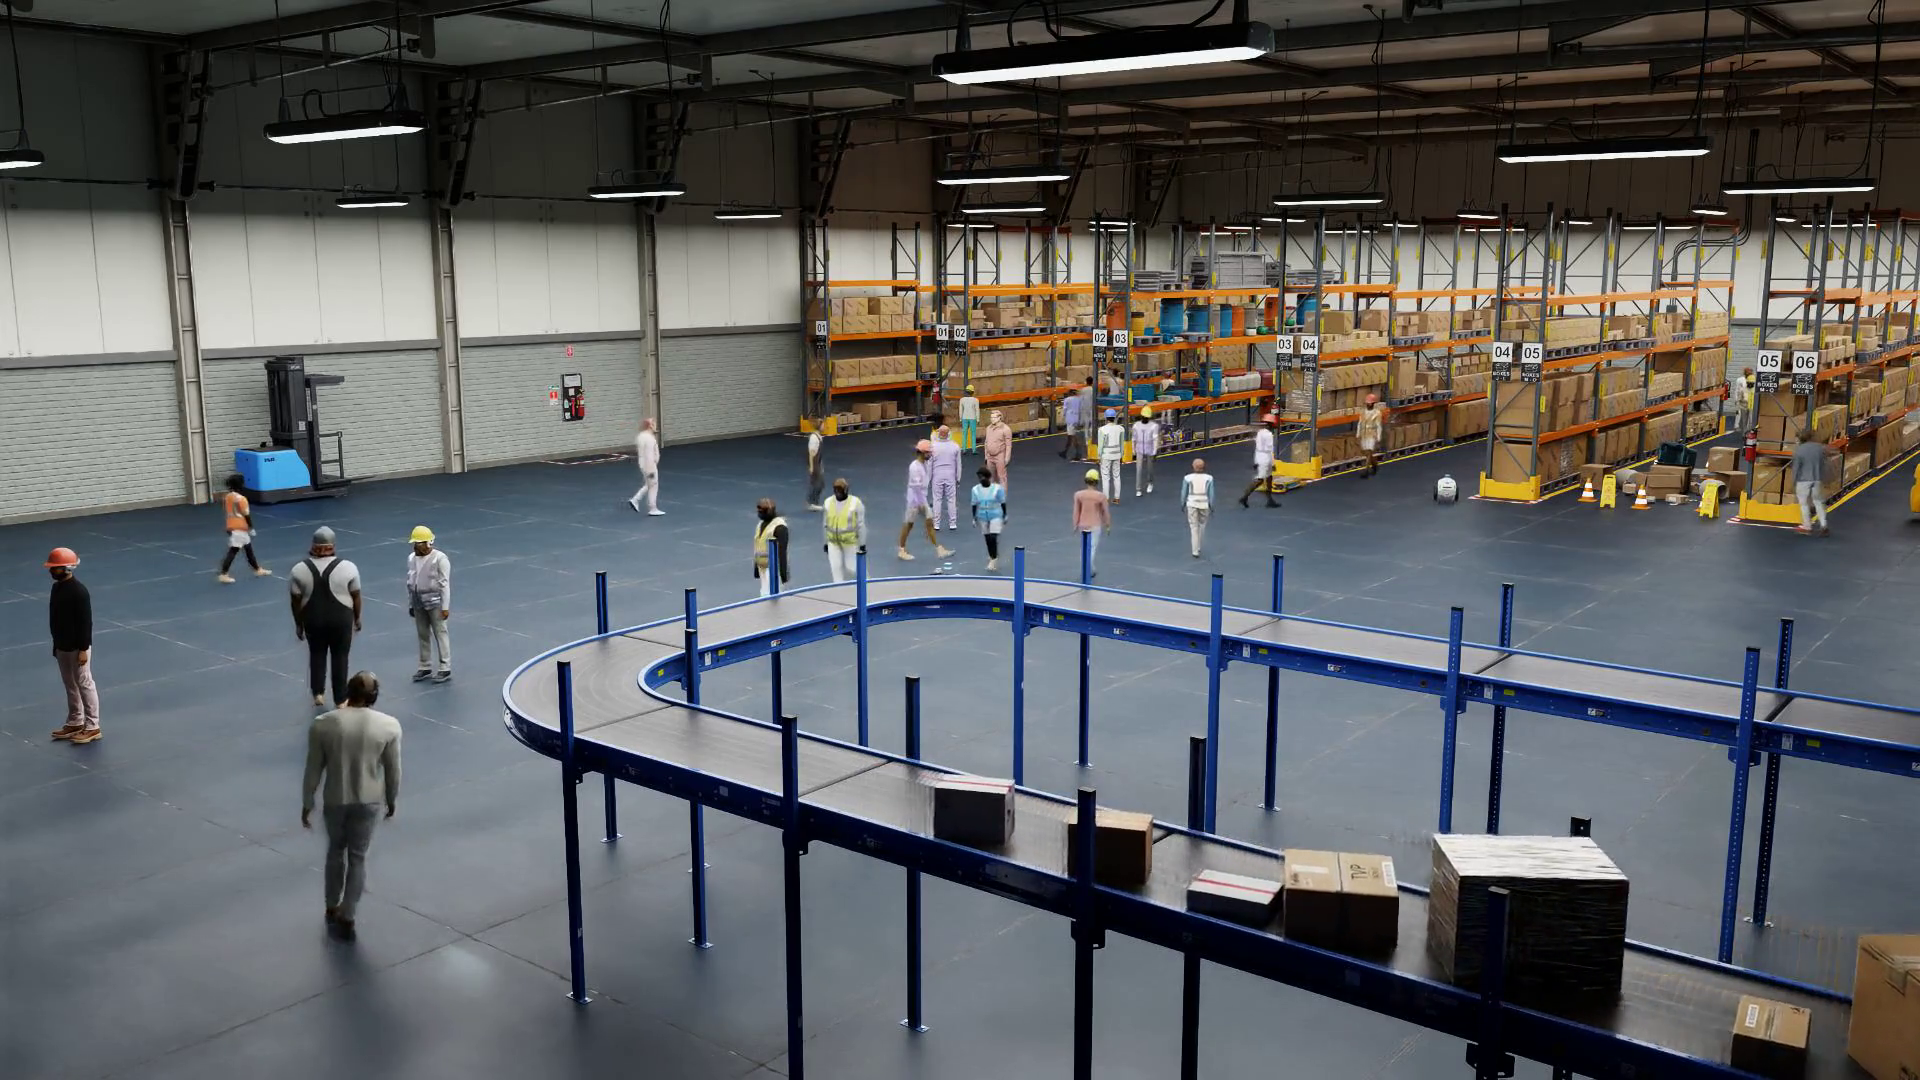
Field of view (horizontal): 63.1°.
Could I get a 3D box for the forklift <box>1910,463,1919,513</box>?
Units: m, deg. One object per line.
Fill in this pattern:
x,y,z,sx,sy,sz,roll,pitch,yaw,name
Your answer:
19.034,-1.348,28.998,2.313,2.155,1.214,8,13,37,forklift

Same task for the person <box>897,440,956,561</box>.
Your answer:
-0.568,-0.628,25.390,1.062,1.981,0.634,4,11,22,person

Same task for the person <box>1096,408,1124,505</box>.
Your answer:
3.006,-1.664,31.348,0.617,1.946,0.393,-5,11,-25,person

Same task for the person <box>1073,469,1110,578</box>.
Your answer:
1.997,-0.214,23.838,0.542,1.720,0.916,4,11,22,person

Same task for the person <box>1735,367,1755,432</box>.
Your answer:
22.528,-4.021,44.877,0.581,1.864,0.457,2,10,10,person

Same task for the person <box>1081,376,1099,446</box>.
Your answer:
3.490,-3.453,41.708,0.548,1.841,0.645,4,11,21,person

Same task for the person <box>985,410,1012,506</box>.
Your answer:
0.728,-1.652,31.396,0.652,1.906,0.402,9,14,42,person

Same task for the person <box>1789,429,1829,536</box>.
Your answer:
15.160,-1.025,27.905,0.680,1.895,0.648,-2,10,-12,person

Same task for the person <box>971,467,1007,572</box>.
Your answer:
0.436,-0.332,24.659,0.543,1.646,0.782,4,11,22,person

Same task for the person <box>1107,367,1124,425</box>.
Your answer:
4.481,-4.027,44.915,0.541,1.858,0.426,7,12,35,person

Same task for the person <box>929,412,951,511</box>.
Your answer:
-0.378,-1.530,30.615,0.728,1.942,0.633,6,12,30,person

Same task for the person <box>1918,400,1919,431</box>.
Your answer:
23.576,-2.866,37.947,0.612,2.016,0.922,8,13,37,person

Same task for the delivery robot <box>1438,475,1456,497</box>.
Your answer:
9.929,-1.092,31.902,0.477,0.478,0.707,3,10,15,delivery robot

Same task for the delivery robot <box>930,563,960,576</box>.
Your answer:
-0.171,0.446,22.518,0.335,0.223,0.698,-6,12,-31,delivery robot

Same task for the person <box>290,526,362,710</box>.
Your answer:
-6.841,0.864,16.977,0.696,2.000,0.595,-2,10,-11,person

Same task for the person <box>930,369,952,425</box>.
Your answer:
-0.549,-3.975,44.761,0.599,1.804,0.757,2,10,12,person

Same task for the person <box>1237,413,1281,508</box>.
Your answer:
5.940,-1.562,30.962,0.898,1.898,0.567,-1,10,-7,person

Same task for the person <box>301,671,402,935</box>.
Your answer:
-4.433,1.894,11.472,0.719,1.894,0.692,-3,10,-14,person

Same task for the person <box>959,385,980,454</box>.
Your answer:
0.248,-3.055,39.691,0.533,1.767,0.325,3,10,16,person

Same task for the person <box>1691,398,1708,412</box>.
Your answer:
21.312,-4.102,45.304,0.686,1.859,0.623,-9,13,-40,person

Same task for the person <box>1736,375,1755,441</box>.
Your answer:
21.379,-3.558,42.445,0.613,1.787,0.902,5,11,27,person

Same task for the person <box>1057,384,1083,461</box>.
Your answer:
2.758,-2.906,38.575,0.574,1.879,0.984,-8,13,-39,person

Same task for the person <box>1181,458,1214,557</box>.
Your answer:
3.940,-0.564,26.095,0.541,1.599,0.806,0,10,-2,person

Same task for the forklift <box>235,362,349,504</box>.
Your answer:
-13.803,-2.244,32.110,1.129,2.768,1.873,8,13,37,forklift

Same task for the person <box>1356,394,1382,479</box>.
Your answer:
9.318,-2.378,35.488,0.823,1.912,0.555,-9,13,-41,person

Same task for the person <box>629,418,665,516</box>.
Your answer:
-6.020,-1.404,30.060,0.550,1.886,0.660,-5,11,-25,person

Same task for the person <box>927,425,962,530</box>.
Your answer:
-0.296,-1.131,28.461,0.651,1.909,0.409,-1,10,-8,person

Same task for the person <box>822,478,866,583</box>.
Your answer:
-1.627,0.002,22.347,0.638,1.827,0.635,3,11,19,person

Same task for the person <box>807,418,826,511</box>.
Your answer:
-2.765,-1.464,30.565,0.521,1.822,0.550,1,10,5,person

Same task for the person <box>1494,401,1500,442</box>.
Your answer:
12.882,-2.654,36.972,0.652,1.920,0.718,5,11,28,person

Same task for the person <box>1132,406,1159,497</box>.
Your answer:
3.895,-1.884,32.804,0.575,1.882,0.962,3,11,17,person

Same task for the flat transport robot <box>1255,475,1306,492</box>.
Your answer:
6.869,-1.215,33.661,0.652,0.197,1.431,7,12,33,flat transport robot

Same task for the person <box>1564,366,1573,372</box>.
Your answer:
19.202,-4.723,49.449,0.278,1.633,0.498,1,10,7,person

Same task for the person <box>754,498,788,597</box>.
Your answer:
-2.461,0.368,20.247,0.451,1.830,0.660,-6,12,-32,person

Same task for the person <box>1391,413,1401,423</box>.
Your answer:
13.049,-4.339,46.706,0.991,1.863,0.651,-9,14,-42,person

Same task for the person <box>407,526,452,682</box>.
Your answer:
-6.187,0.736,18.188,0.590,1.826,0.403,4,11,21,person

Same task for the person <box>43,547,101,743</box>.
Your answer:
-9.036,1.057,15.896,0.612,1.997,0.375,6,12,32,person

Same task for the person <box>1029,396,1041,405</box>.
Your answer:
2.188,-4.368,46.762,0.611,1.879,0.896,8,13,40,person

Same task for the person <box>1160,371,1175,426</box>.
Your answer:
6.200,-4.232,46.675,0.523,1.636,0.310,9,13,41,person

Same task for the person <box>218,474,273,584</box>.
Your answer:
-10.974,-0.179,23.821,0.544,1.652,0.864,9,14,43,person
